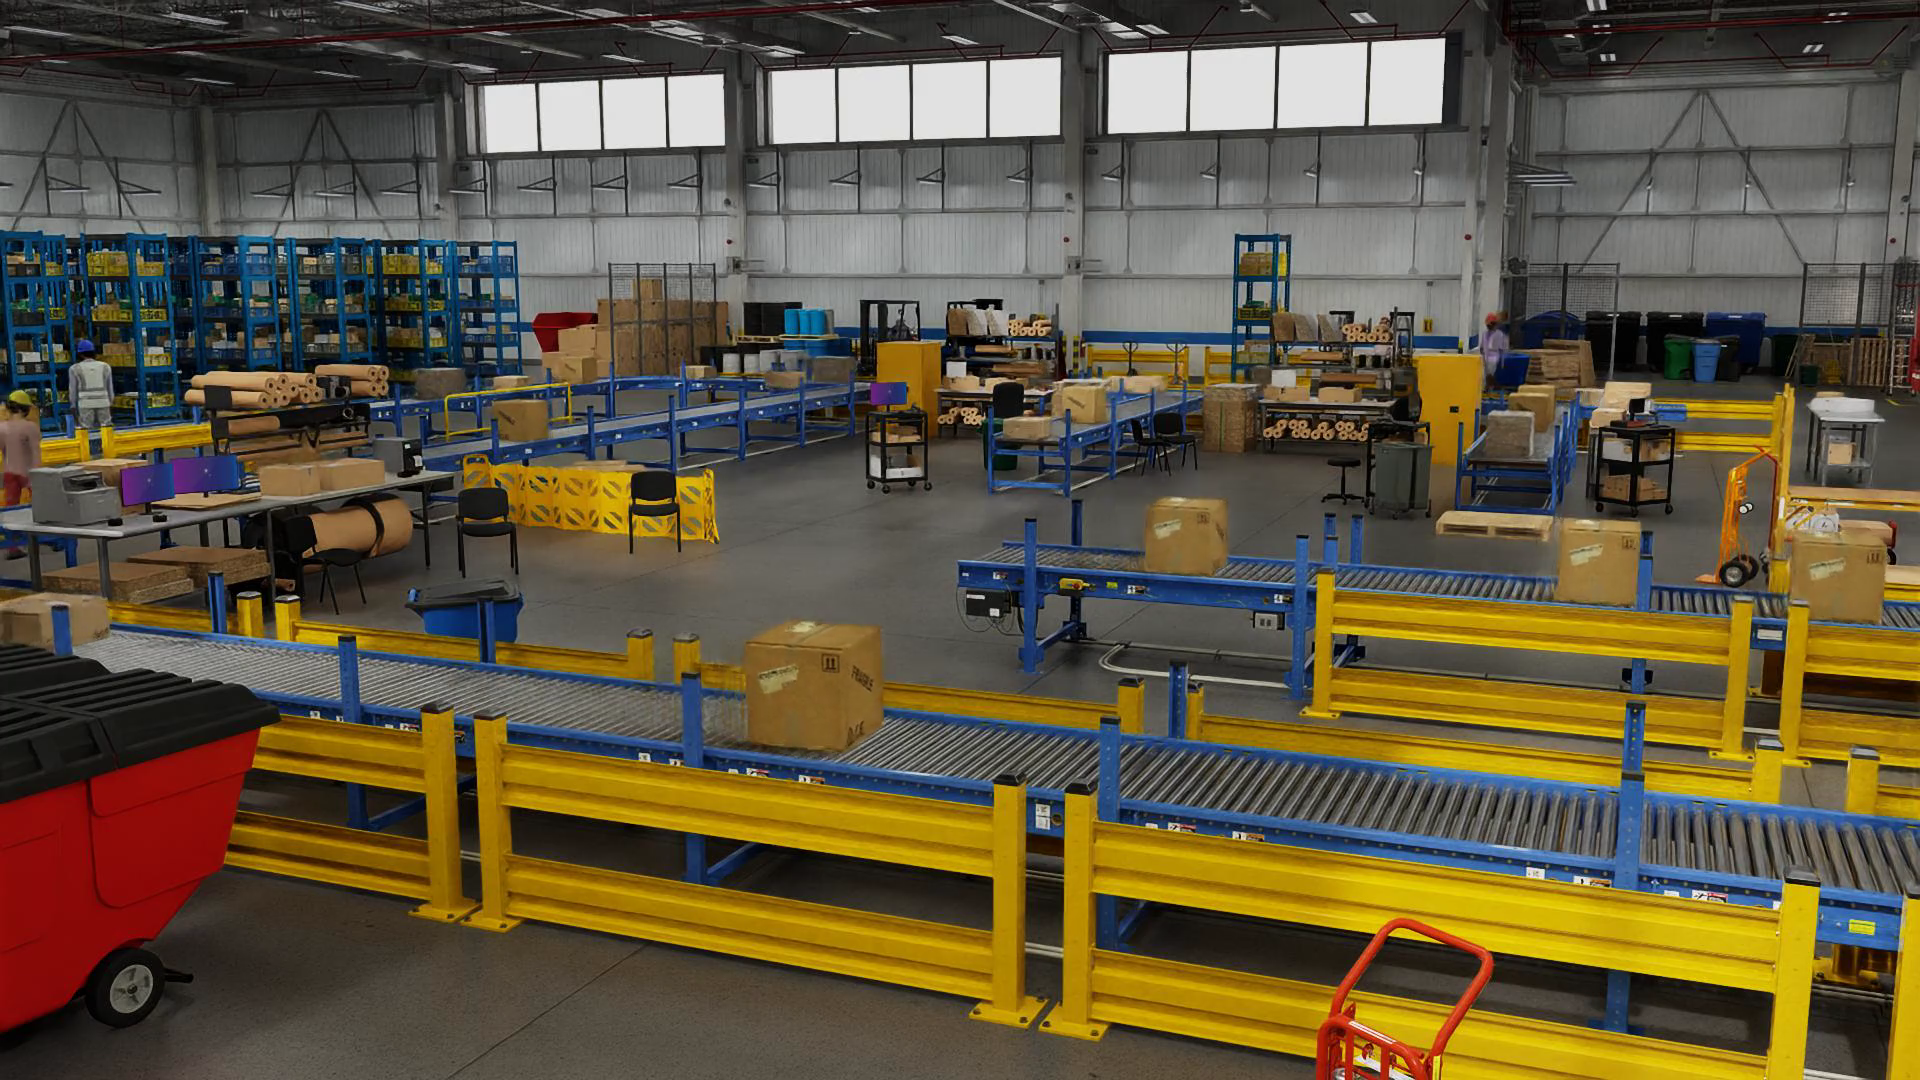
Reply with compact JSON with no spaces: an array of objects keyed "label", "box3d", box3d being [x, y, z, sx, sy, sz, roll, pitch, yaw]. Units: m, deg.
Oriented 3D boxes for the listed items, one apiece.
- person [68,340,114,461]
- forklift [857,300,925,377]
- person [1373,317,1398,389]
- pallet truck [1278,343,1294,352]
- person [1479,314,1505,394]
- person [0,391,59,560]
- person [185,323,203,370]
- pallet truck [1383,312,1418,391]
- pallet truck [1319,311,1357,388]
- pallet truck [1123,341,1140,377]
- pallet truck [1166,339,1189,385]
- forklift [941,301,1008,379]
[{"label":"person","box3d":[-12.978,-2.018,24.867,0.621,1.935,0.436,-9,13,-43]},{"label":"forklift","box3d":[-1.732,-5.109,42.468,1.157,1.987,2.680,4,10,22]},{"label":"person","box3d":[9.311,-3.942,36.581,0.407,1.908,0.641,-5,11,-29]},{"label":"pallet truck","box3d":[7.886,-4.163,39.743,0.653,1.274,1.630,4,10,22]},{"label":"person","box3d":[11.652,-3.941,36.312,0.997,2.009,0.620,-5,10,-26]},{"label":"person","box3d":[-9.729,-0.694,17.396,0.557,1.726,0.840,2,10,12]},{"label":"person","box3d":[-17.910,-4.304,38.997,0.563,1.838,0.383,-8,13,-42]},{"label":"pallet truck","box3d":[10.207,-4.283,38.369,0.823,1.965,1.885,3,10,20]},{"label":"pallet truck","box3d":[9.071,-4.419,39.190,0.823,1.965,1.885,5,10,26]},{"label":"pallet truck","box3d":[4.445,-4.380,41.279,0.680,1.201,1.601,4,10,22]},{"label":"pallet truck","box3d":[5.418,-4.269,40.420,0.704,1.261,1.522,3,10,20]},{"label":"forklift","box3d":[0.365,-4.966,41.571,1.157,1.987,2.680,3,10,20]}]
